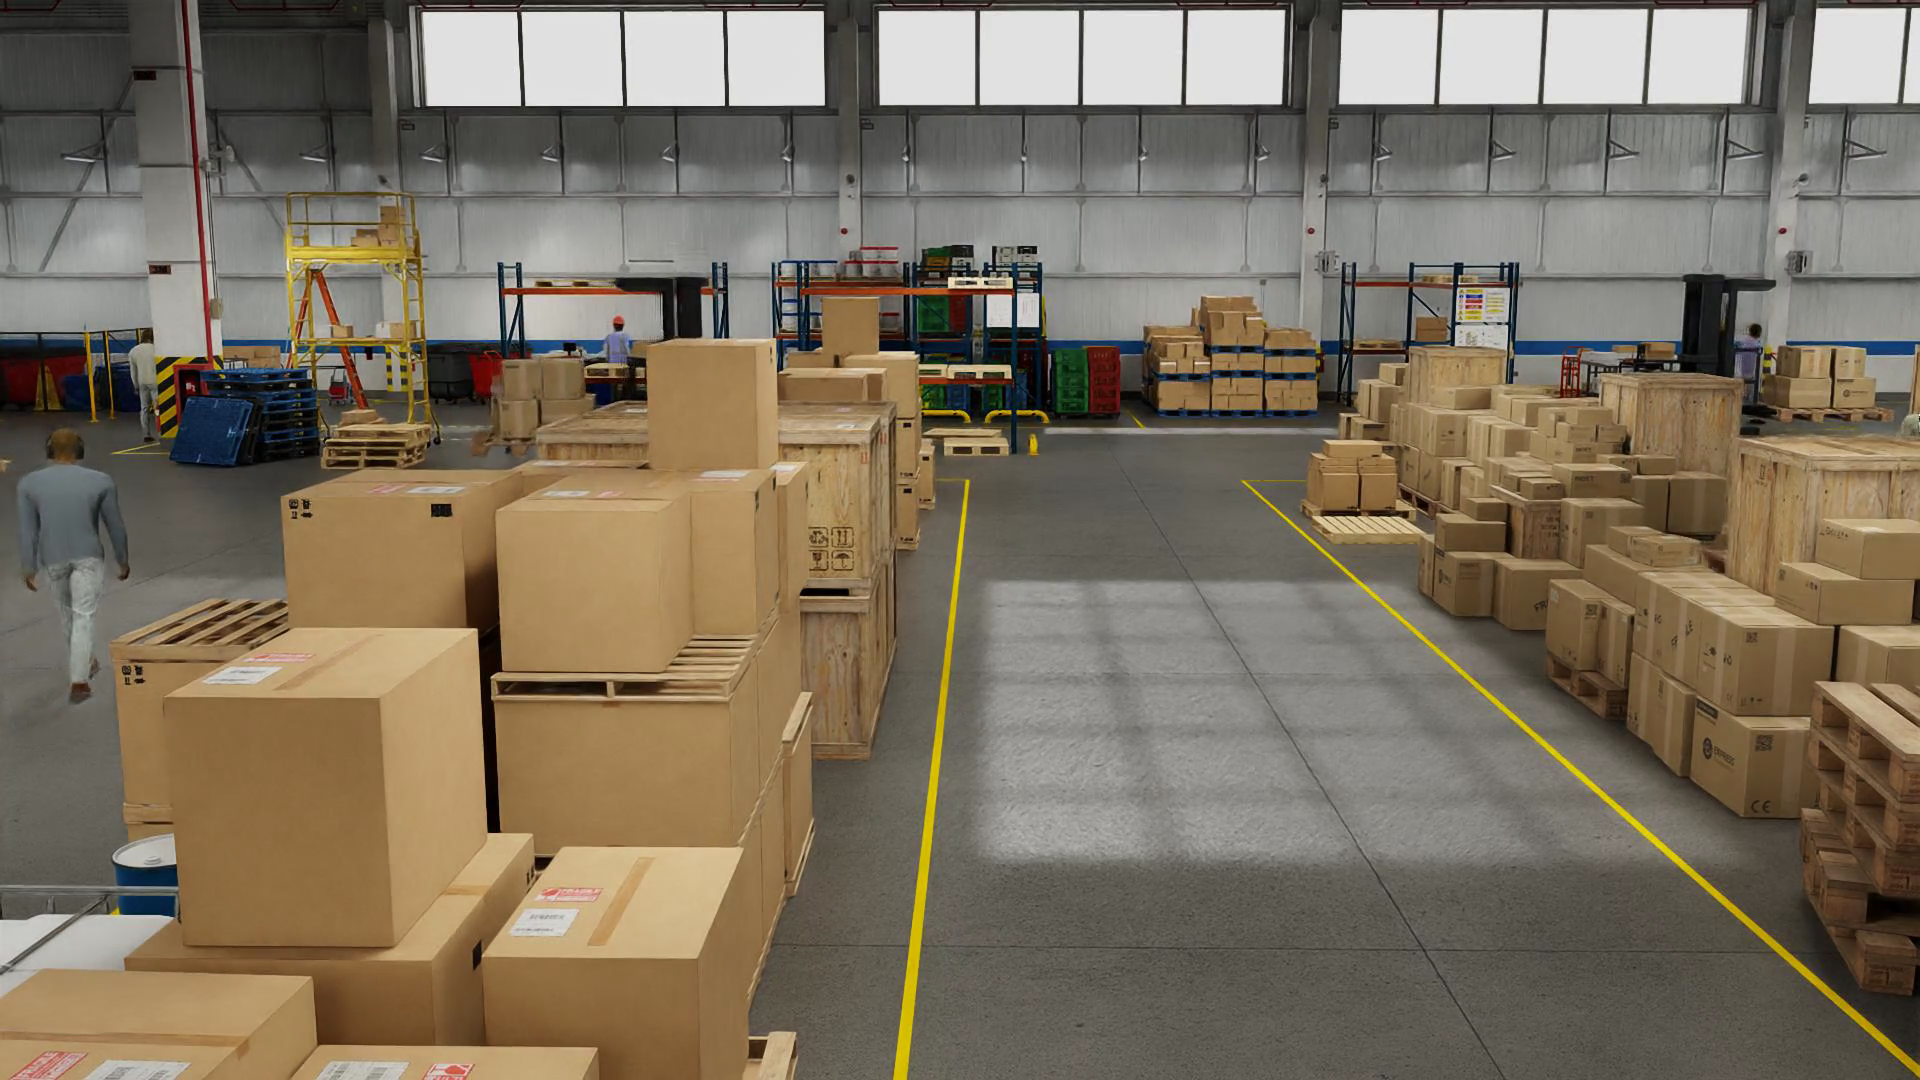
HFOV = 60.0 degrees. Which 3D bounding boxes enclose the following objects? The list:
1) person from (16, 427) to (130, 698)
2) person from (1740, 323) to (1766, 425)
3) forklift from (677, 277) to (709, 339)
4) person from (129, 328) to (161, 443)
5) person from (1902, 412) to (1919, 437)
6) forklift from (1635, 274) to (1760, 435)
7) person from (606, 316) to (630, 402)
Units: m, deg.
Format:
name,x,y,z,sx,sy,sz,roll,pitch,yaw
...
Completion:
name,x,y,z,sx,sy,sz,roll,pitch,yaw
person,-6.248,0.146,11.756,0.652,1.888,1.038,-3,10,-16
person,14.743,-3.114,31.174,0.738,1.919,0.633,2,10,10
forklift,-3.855,-2.395,23.983,1.873,2.768,1.129,-2,10,-12
person,-13.652,-2.603,28.064,0.628,1.933,0.378,1,9,3
person,9.325,-0.581,15.912,0.628,1.956,0.966,5,11,27
forklift,12.977,-3.275,29.249,1.873,2.768,1.129,0,9,1
person,-7.082,-3.695,34.618,0.578,1.925,0.417,4,10,21
